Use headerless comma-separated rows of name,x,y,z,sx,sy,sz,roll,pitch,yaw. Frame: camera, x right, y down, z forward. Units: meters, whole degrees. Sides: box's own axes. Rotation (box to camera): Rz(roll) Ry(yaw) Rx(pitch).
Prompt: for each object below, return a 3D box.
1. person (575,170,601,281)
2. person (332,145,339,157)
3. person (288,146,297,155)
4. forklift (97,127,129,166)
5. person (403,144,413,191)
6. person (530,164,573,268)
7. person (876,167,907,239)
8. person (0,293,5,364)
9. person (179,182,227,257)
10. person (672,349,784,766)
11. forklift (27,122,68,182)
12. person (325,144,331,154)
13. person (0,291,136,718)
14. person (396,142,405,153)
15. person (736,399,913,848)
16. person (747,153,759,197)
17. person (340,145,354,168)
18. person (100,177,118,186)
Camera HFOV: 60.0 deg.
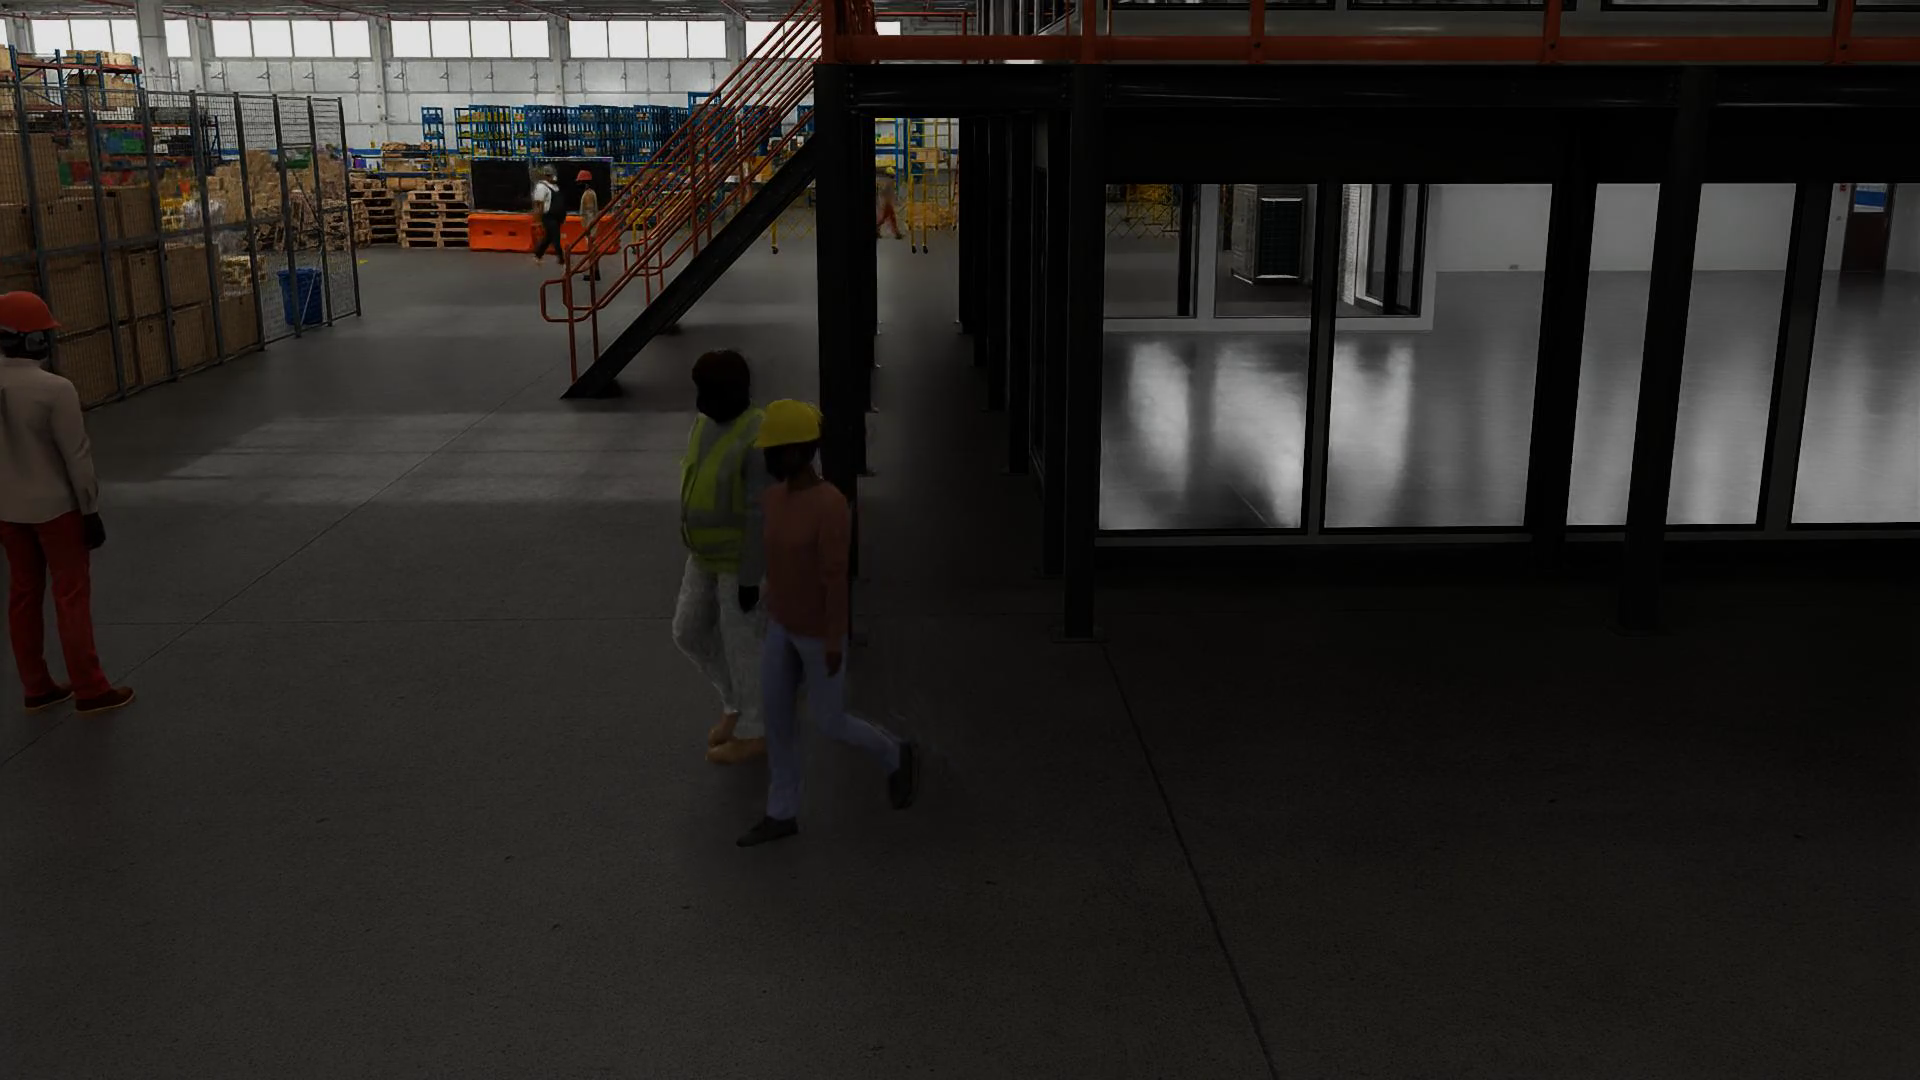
person,-6.609,-5.585,29.565,0.377,1.936,0.549,-2,14,-7
person,-32.717,-19.914,87.322,0.500,1.686,0.920,7,16,25
person,-33.570,-19.011,83.657,0.503,1.732,0.580,6,15,23
forklift,-37.930,-17.220,74.158,1.129,2.768,1.873,-1,14,-2
person,-22.358,-15.065,67.438,0.404,1.945,0.615,-9,17,-31
person,-7.970,-6.284,32.153,0.937,2.000,0.688,4,14,14
person,-1.733,-8.160,40.293,0.893,1.724,0.531,3,14,13
person,-6.957,-1.135,11.803,0.555,1.922,0.474,0,14,-2
person,-11.601,-4.537,25.512,0.648,1.877,1.069,-2,14,-8
person,-0.983,0.084,7.134,0.453,1.822,0.647,-10,17,-34
forklift,-35.376,-14.773,64.377,1.129,2.768,1.873,-1,14,-2
person,-30.532,-18.205,80.272,0.458,1.805,0.599,-9,17,-32
person,-4.258,-0.152,7.734,0.609,1.996,0.383,4,15,14
person,-27.400,-18.612,81.807,0.677,1.857,0.992,-11,18,-37
person,-0.533,0.312,6.388,0.665,1.743,0.530,-12,19,-40
person,-6.403,-11.159,52.051,0.809,1.842,0.535,1,14,5
person,-27.423,-16.757,74.433,0.600,1.832,0.404,1,14,6
person,-11.923,-4.075,23.383,0.799,2.009,0.612,-9,16,-31
